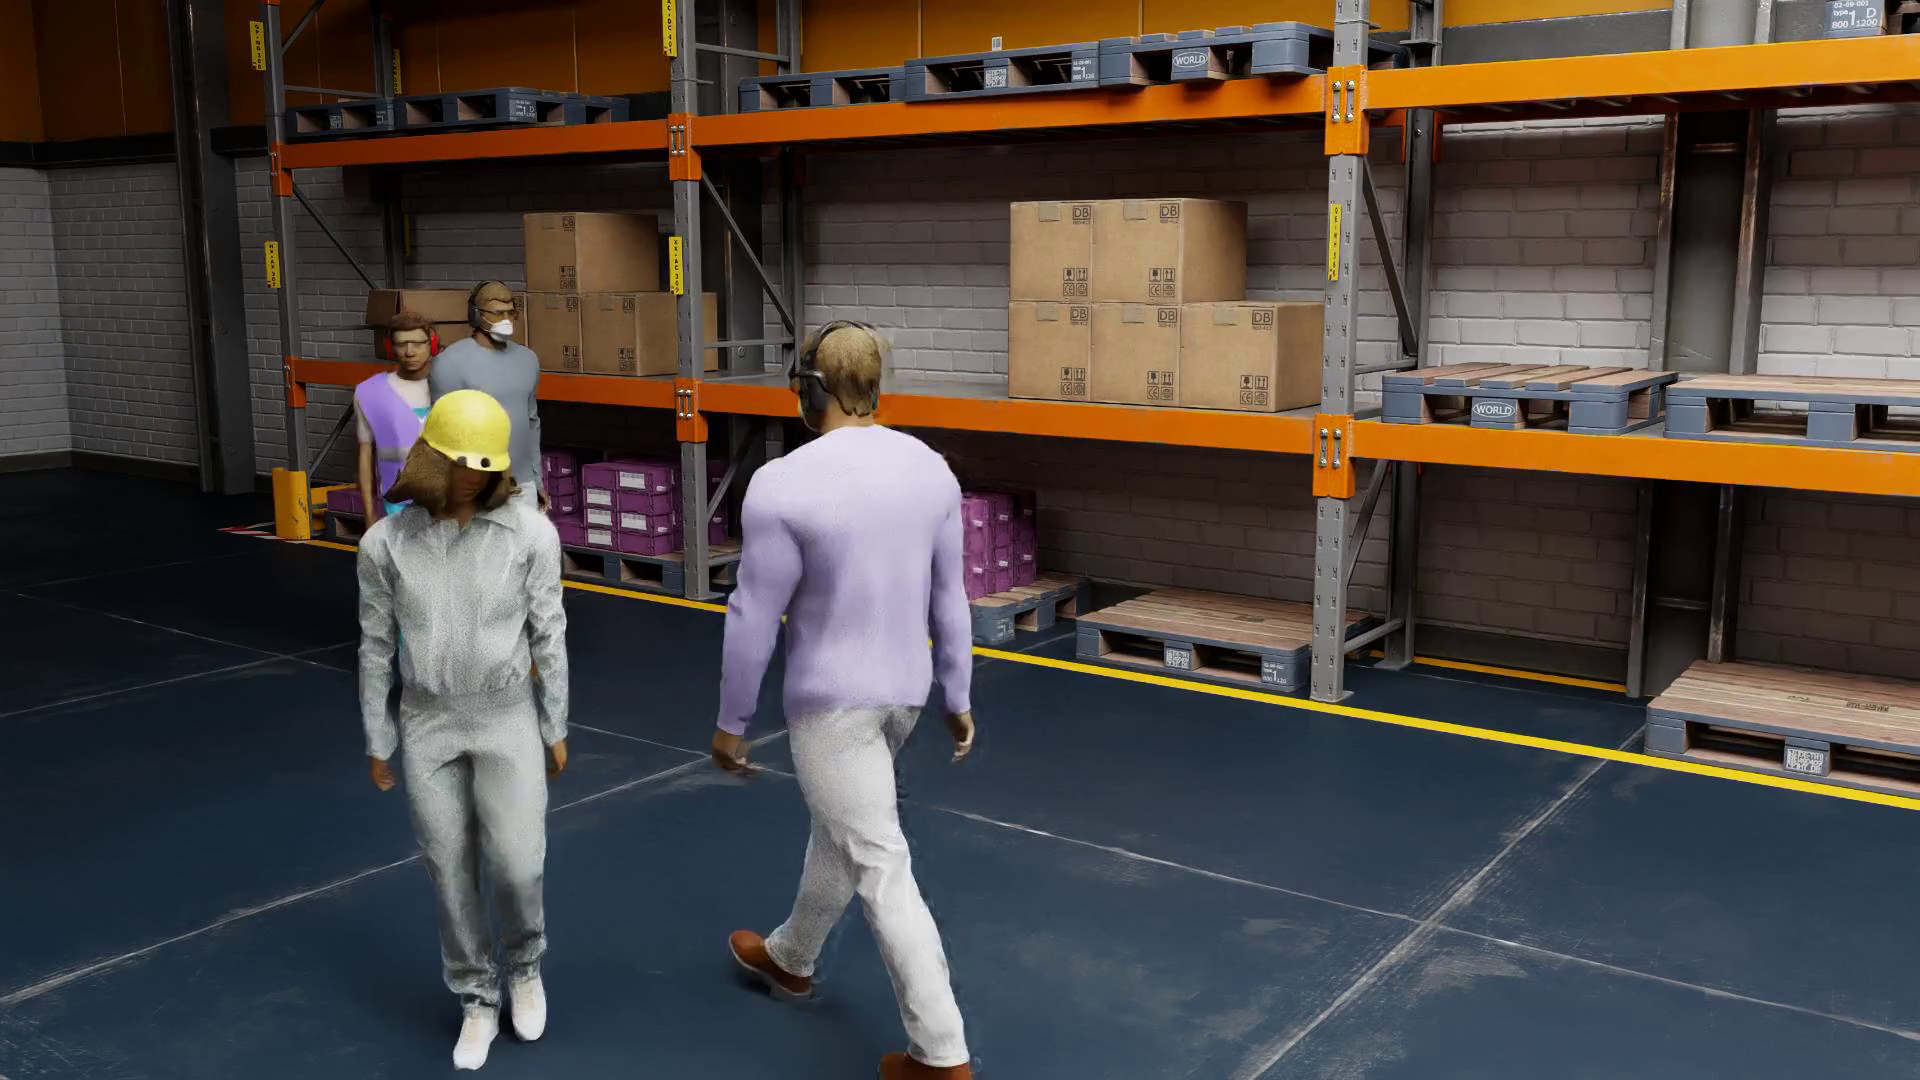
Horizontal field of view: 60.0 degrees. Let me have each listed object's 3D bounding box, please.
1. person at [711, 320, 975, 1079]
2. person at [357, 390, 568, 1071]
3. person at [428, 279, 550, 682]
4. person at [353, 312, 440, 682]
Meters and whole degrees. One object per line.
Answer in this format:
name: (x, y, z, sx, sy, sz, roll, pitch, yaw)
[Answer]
person: (-0.284, 0.398, 4.169, 1.066, 1.882, 0.648, 9, 13, 43)
person: (-1.229, 0.481, 4.130, 0.505, 1.711, 0.376, -1, 10, -8)
person: (-2.195, -0.250, 7.837, 0.353, 1.936, 0.635, 6, 11, 30)
person: (-2.470, -0.153, 7.692, 0.577, 1.788, 0.960, -4, 10, -23)
